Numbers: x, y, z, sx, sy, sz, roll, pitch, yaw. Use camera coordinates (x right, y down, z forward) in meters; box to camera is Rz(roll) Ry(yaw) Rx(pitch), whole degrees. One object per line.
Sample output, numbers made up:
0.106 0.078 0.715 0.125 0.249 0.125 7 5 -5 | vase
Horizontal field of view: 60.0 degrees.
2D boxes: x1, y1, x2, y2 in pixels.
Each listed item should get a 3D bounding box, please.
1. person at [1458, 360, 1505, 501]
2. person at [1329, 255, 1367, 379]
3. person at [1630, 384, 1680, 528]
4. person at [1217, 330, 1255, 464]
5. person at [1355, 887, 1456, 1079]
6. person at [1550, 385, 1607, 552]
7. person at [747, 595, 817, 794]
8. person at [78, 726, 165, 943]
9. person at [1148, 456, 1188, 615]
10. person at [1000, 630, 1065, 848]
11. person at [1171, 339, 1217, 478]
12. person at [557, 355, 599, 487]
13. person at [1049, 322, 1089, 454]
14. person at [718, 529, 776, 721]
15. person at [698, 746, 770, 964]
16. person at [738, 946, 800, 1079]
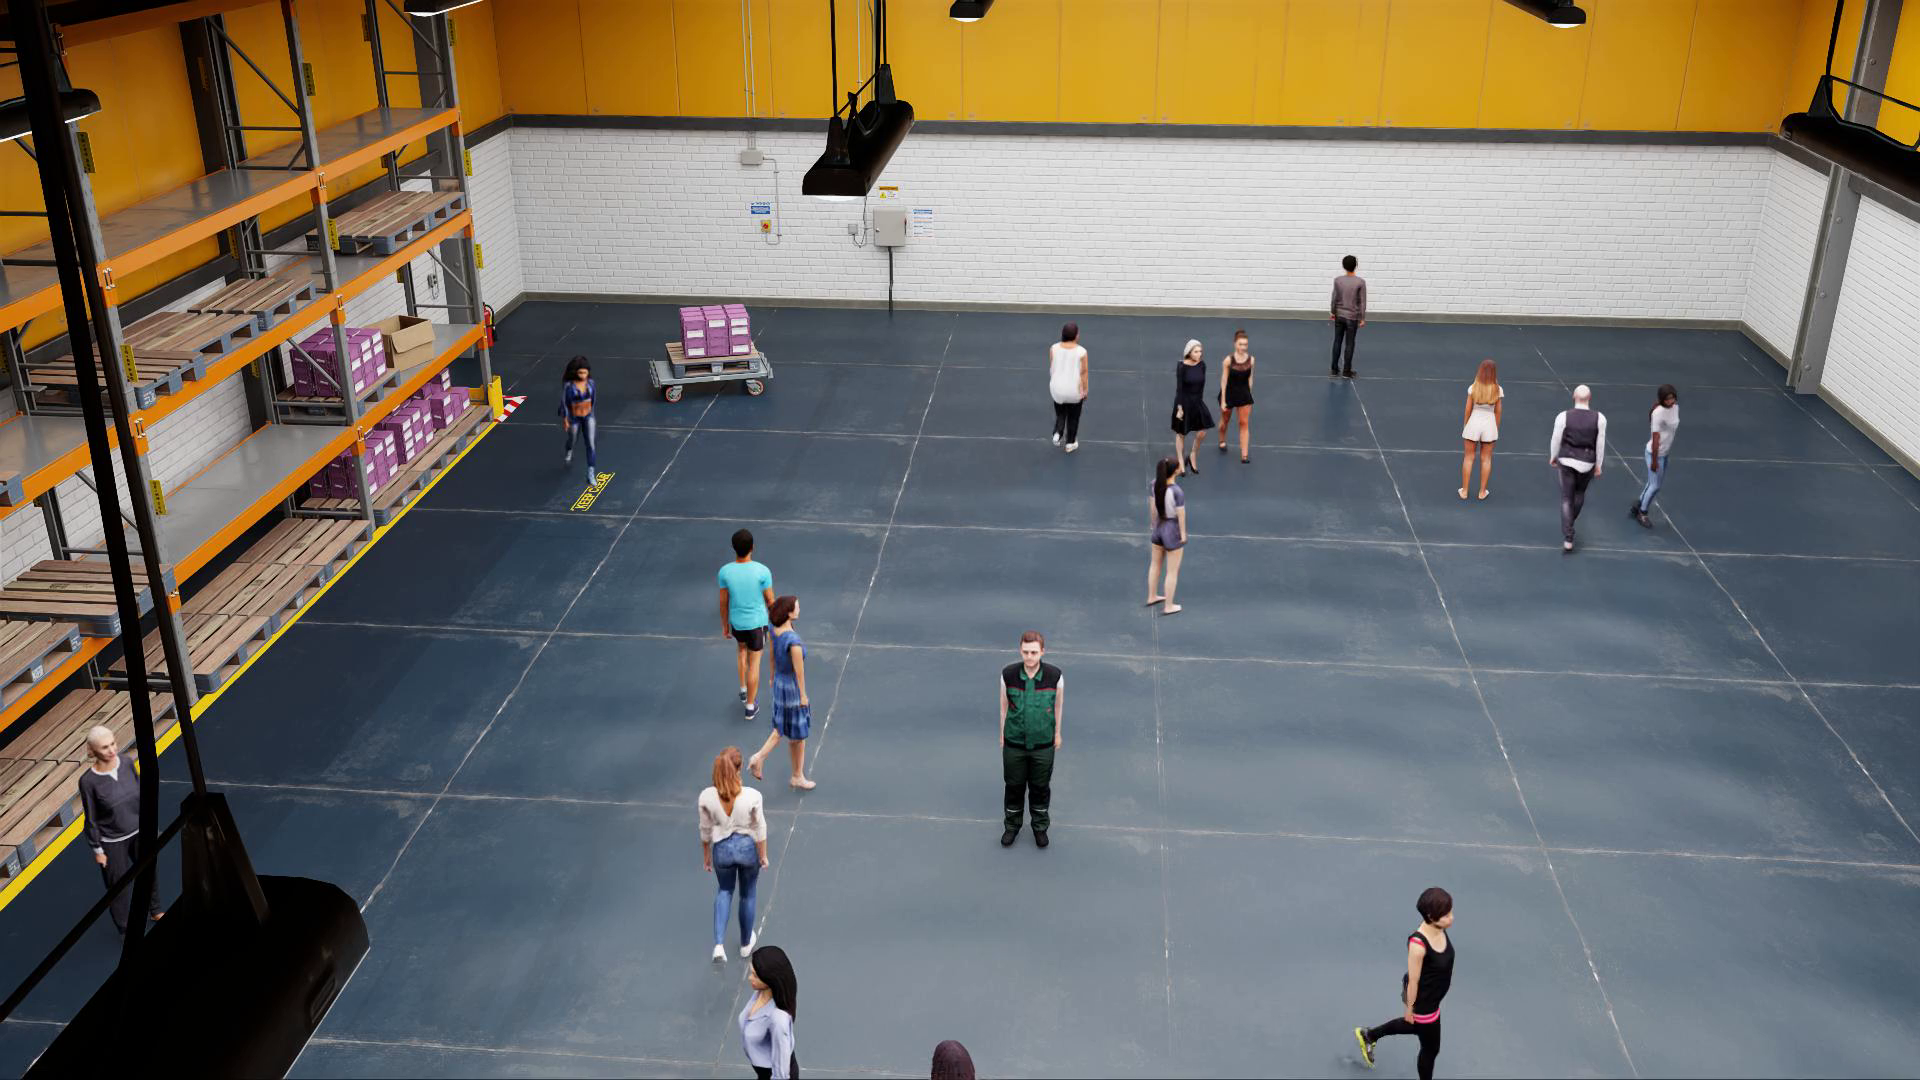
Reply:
6.116 -1.302 19.534 0.607 1.696 0.605 6 24 14 | person
5.514 -3.194 23.774 0.759 1.767 0.716 11 26 24 | person
7.880 -0.969 18.775 0.896 1.695 0.820 16 28 32 | person
3.414 -1.806 20.773 0.752 1.627 1.151 -3 24 -6 | person
2.821 2.802 10.353 0.900 1.530 0.966 15 28 31 | person
6.722 -0.752 18.169 0.800 1.782 1.176 6 24 13 | person
-1.446 1.295 13.474 0.939 1.793 0.901 -14 27 -28 | person
-5.956 2.064 11.796 0.754 1.726 0.605 12 27 26 | person
2.078 -0.065 16.764 0.730 1.648 0.660 -17 29 -33 | person
0.543 1.529 12.876 0.628 1.842 0.548 1 24 3 | person
2.727 -1.618 20.207 0.774 1.737 0.827 -10 25 -21 | person
-4.607 -1.467 20.060 1.042 1.579 1.201 -12 26 -26 | person
1.331 -1.903 20.936 0.750 1.674 0.755 12 26 25 | person
-1.882 0.784 14.686 0.646 1.758 0.695 4 24 9 | person
-1.561 2.221 11.463 0.619 1.706 0.811 3 24 6 | person
-1.043 3.048 9.523 0.773 1.744 0.636 -8 25 -18 | person
